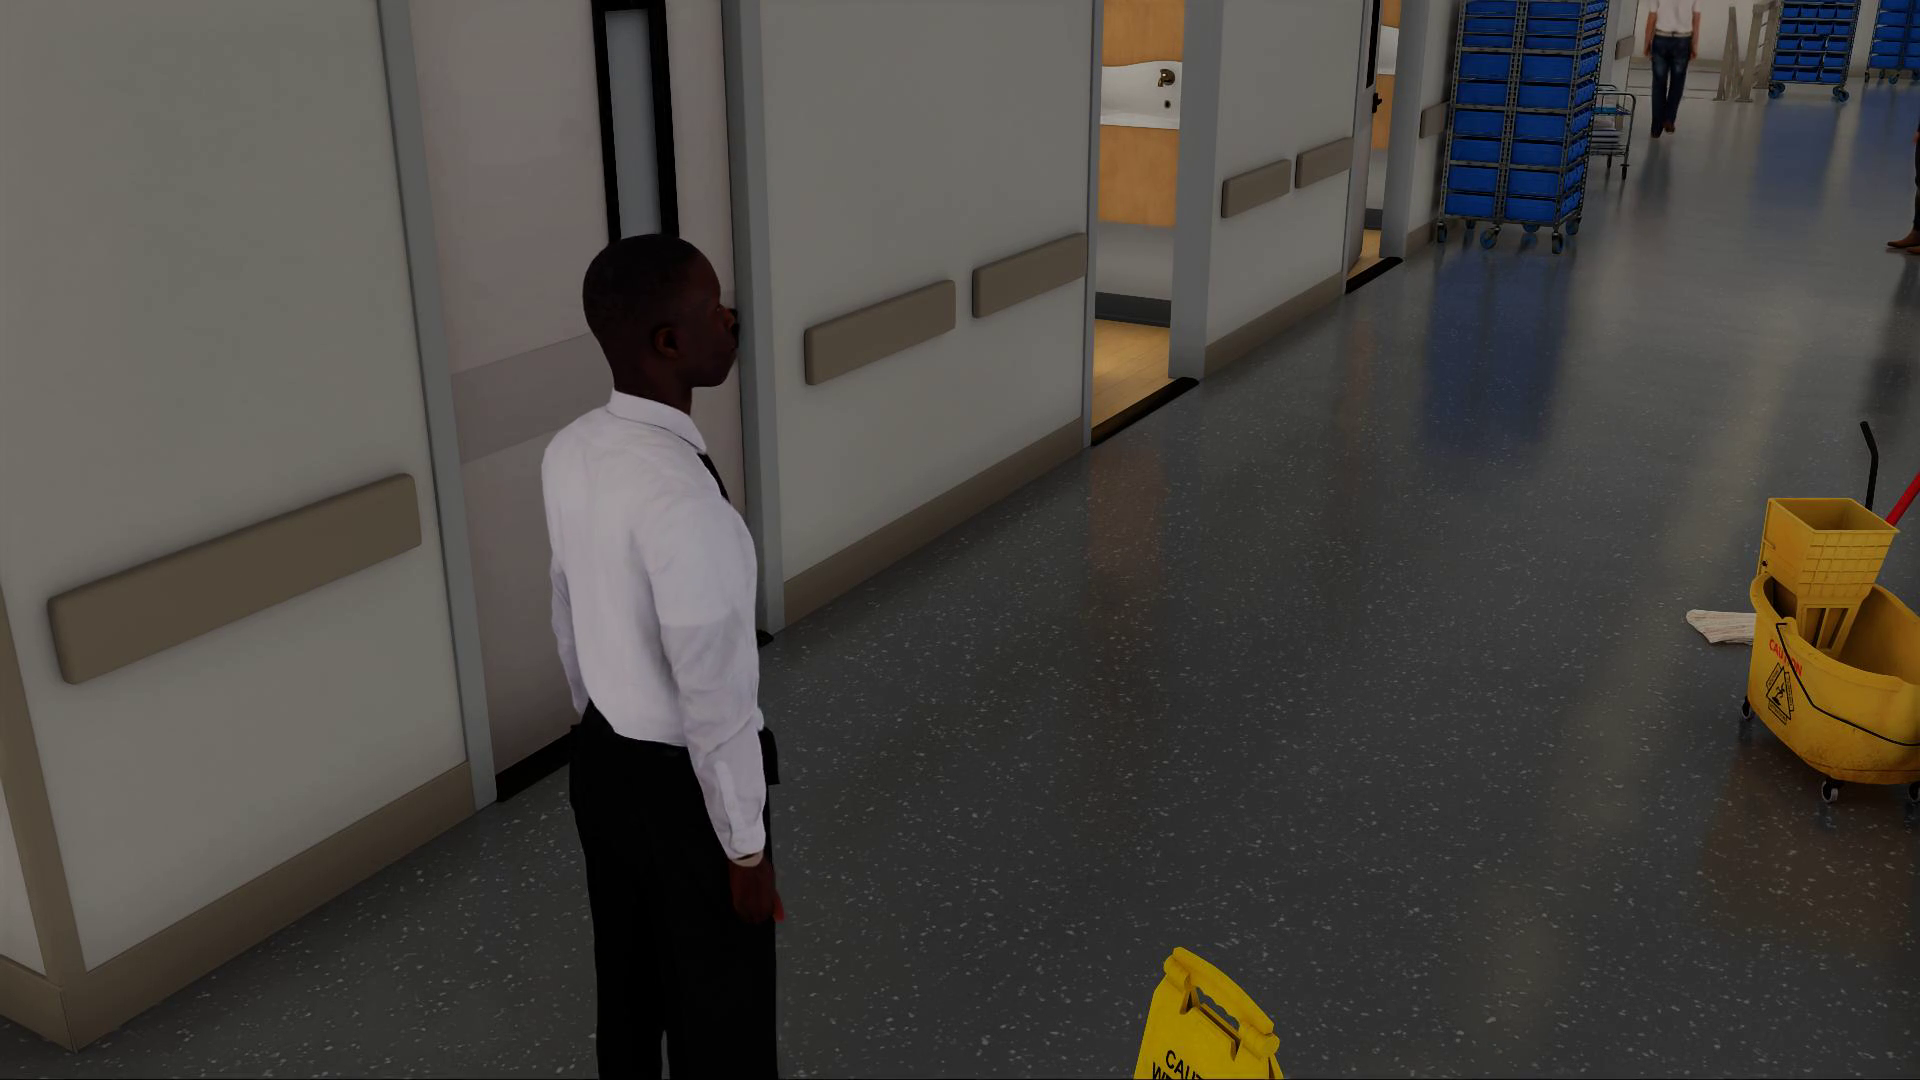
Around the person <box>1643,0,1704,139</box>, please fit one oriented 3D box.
[{"bbox_3d":[7.441,-5.148,17.407,0.742,1.836,0.717,7,22,19],"label":"person"}]

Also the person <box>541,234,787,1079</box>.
[{"bbox_3d":[-0.476,0.429,2.684,0.686,1.836,0.712,-15,25,-34],"label":"person"}]
